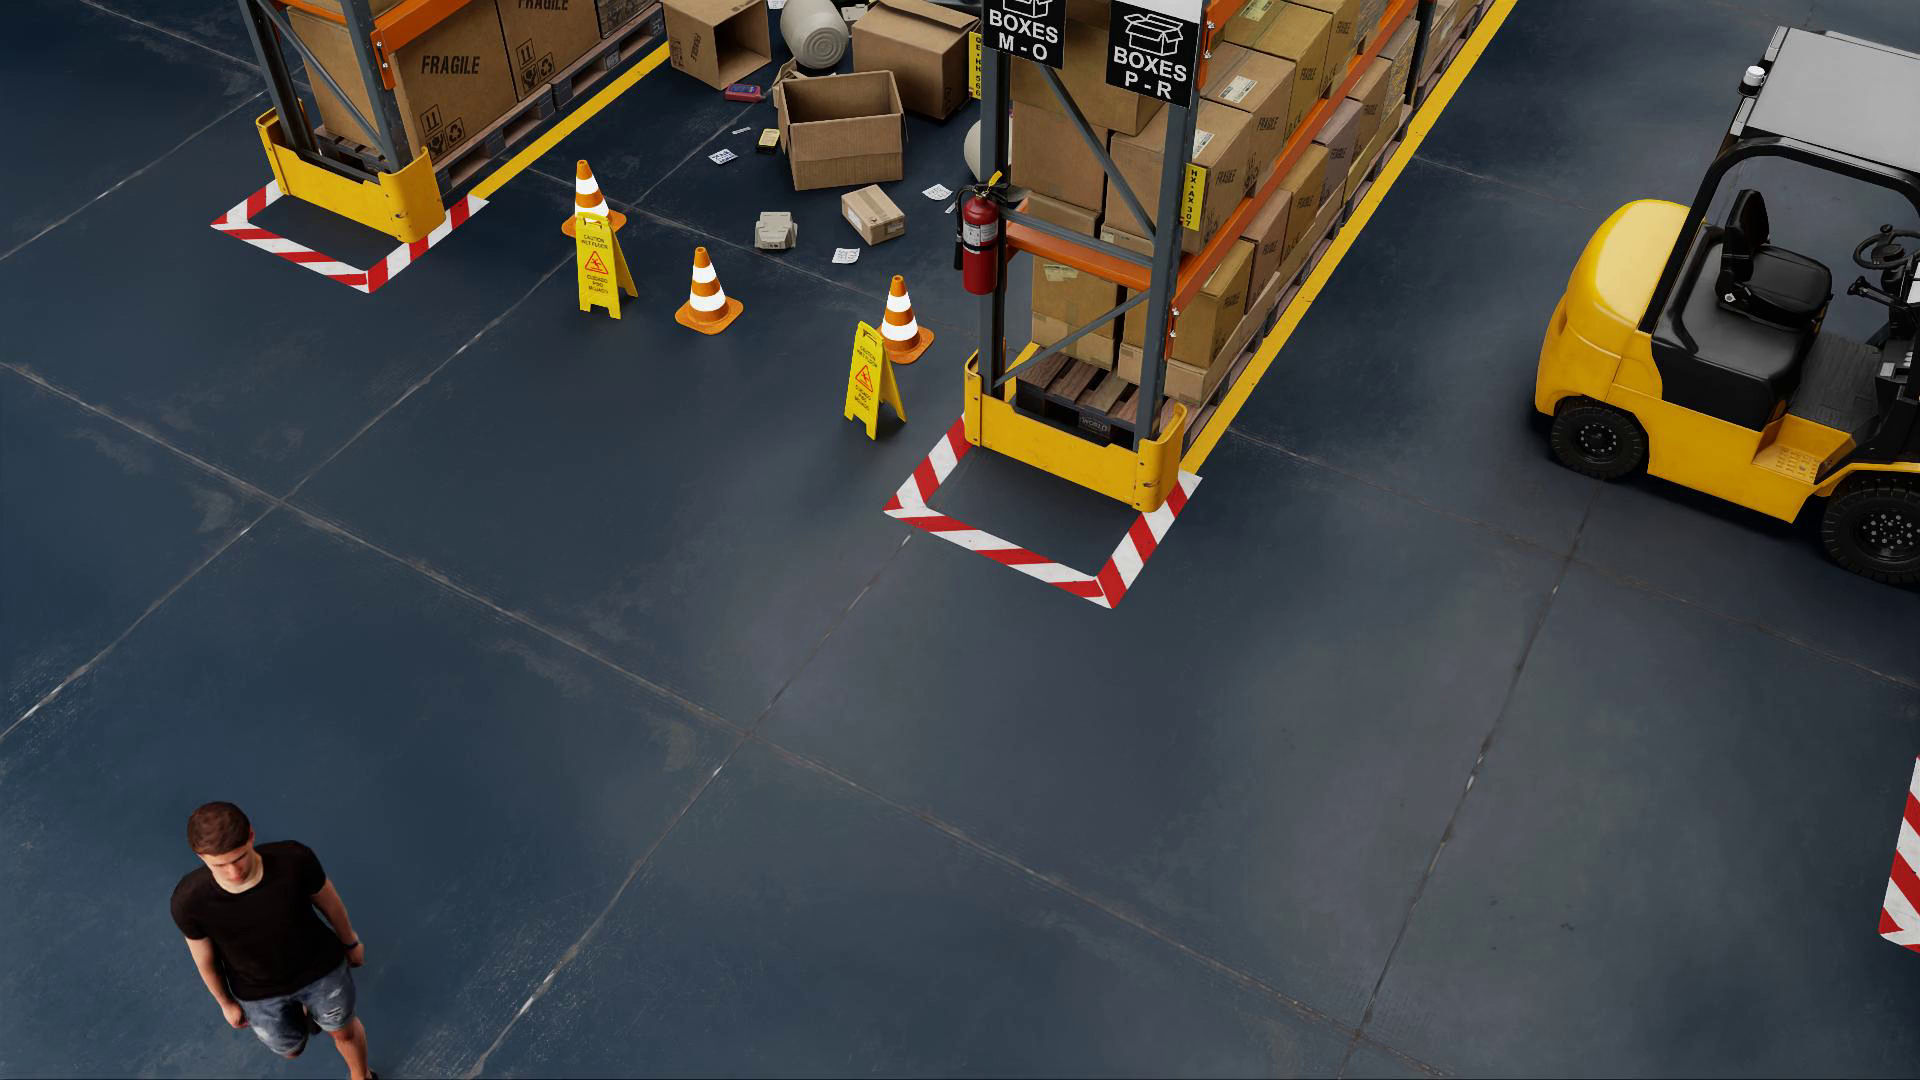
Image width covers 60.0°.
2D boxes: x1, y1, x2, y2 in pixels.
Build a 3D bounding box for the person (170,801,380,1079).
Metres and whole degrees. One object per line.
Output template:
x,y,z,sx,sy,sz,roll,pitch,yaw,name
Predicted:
-2.432,1.465,5.965,1.023,1.837,1.017,-21,51,-18,person
